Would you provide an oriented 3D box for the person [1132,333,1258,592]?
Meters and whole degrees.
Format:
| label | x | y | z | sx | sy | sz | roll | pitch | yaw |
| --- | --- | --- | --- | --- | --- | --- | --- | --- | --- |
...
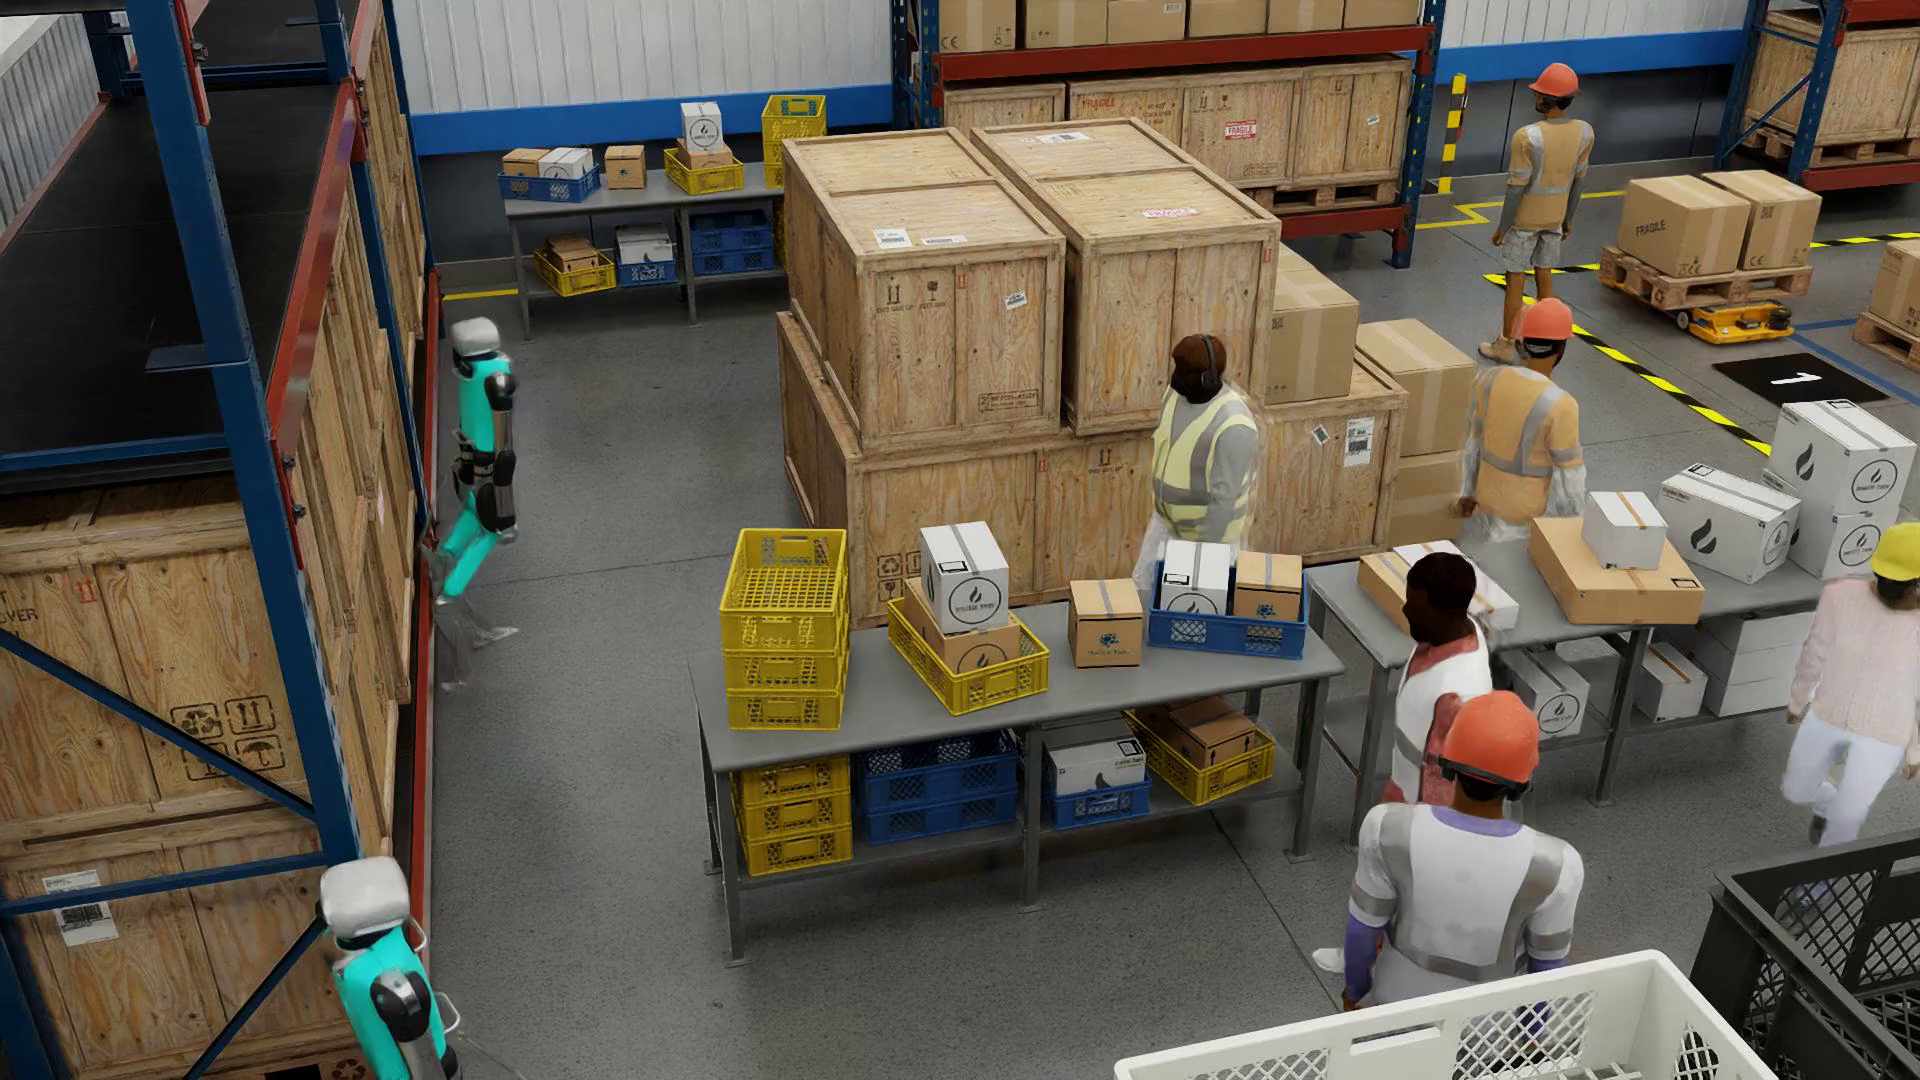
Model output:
| label | x | y | z | sx | sy | sz | roll | pitch | yaw |
| --- | --- | --- | --- | --- | --- | --- | --- | --- | --- |
| person | 1.009 | -0.069 | 7.635 | 0.761 | 1.820 | 0.630 | -15 | 32 | -26 |

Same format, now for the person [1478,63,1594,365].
| label | x | y | z | sx | sy | sz | roll | pitch | yaw |
| --- | --- | --- | --- | --- | --- | --- | --- | --- | --- |
| person | 3.882 | -2.182 | 11.238 | 0.613 | 2.043 | 0.370 | -10 | 30 | -17 |

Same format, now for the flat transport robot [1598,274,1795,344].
| label | x | y | z | sx | sy | sz | roll | pitch | yaw |
| --- | --- | --- | --- | --- | --- | --- | --- | --- | --- |
| flat transport robot | 5.477 | -1.829 | 12.408 | 0.652 | 0.197 | 1.431 | -7 | 30 | -13 |

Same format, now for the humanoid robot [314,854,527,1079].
| label | x | y | z | sx | sy | sz | roll | pitch | yaw |
| --- | --- | --- | --- | --- | --- | --- | --- | --- | --- |
| humanoid robot | -1.308 | 1.574 | 4.814 | 0.815 | 1.826 | 0.530 | -21 | 35 | -33 |

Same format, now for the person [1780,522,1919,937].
| label | x | y | z | sx | sy | sz | roll | pitch | yaw |
| --- | --- | --- | --- | --- | --- | --- | --- | --- | --- |
| person | 3.452 | 0.675 | 6.355 | 0.615 | 1.749 | 0.533 | -24 | 37 | -36 |

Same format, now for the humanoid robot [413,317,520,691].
| label | x | y | z | sx | sy | sz | roll | pitch | yaw |
| --- | --- | --- | --- | --- | --- | --- | --- | --- | --- |
| humanoid robot | -2.433 | -0.106 | 7.862 | 0.790 | 1.841 | 0.530 | -18 | 34 | -30 |

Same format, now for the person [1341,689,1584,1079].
| label | x | y | z | sx | sy | sz | roll | pitch | yaw |
| --- | --- | --- | --- | --- | --- | --- | --- | --- | --- |
| person | 1.421 | 1.322 | 4.880 | 0.607 | 2.044 | 0.392 | 11 | 31 | 18 |

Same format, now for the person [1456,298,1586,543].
| label | x | y | z | sx | sy | sz | roll | pitch | yaw |
| --- | --- | --- | --- | --- | --- | --- | --- | --- | --- |
| person | 2.693 | -0.196 | 7.785 | 0.895 | 1.890 | 0.586 | -9 | 30 | -16 |

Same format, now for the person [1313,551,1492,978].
| label | x | y | z | sx | sy | sz | roll | pitch | yaw |
| --- | --- | --- | --- | --- | --- | --- | --- | --- | --- |
| person | 1.684 | 0.876 | 5.839 | 0.612 | 1.892 | 0.609 | 6 | 29 | 10 |
